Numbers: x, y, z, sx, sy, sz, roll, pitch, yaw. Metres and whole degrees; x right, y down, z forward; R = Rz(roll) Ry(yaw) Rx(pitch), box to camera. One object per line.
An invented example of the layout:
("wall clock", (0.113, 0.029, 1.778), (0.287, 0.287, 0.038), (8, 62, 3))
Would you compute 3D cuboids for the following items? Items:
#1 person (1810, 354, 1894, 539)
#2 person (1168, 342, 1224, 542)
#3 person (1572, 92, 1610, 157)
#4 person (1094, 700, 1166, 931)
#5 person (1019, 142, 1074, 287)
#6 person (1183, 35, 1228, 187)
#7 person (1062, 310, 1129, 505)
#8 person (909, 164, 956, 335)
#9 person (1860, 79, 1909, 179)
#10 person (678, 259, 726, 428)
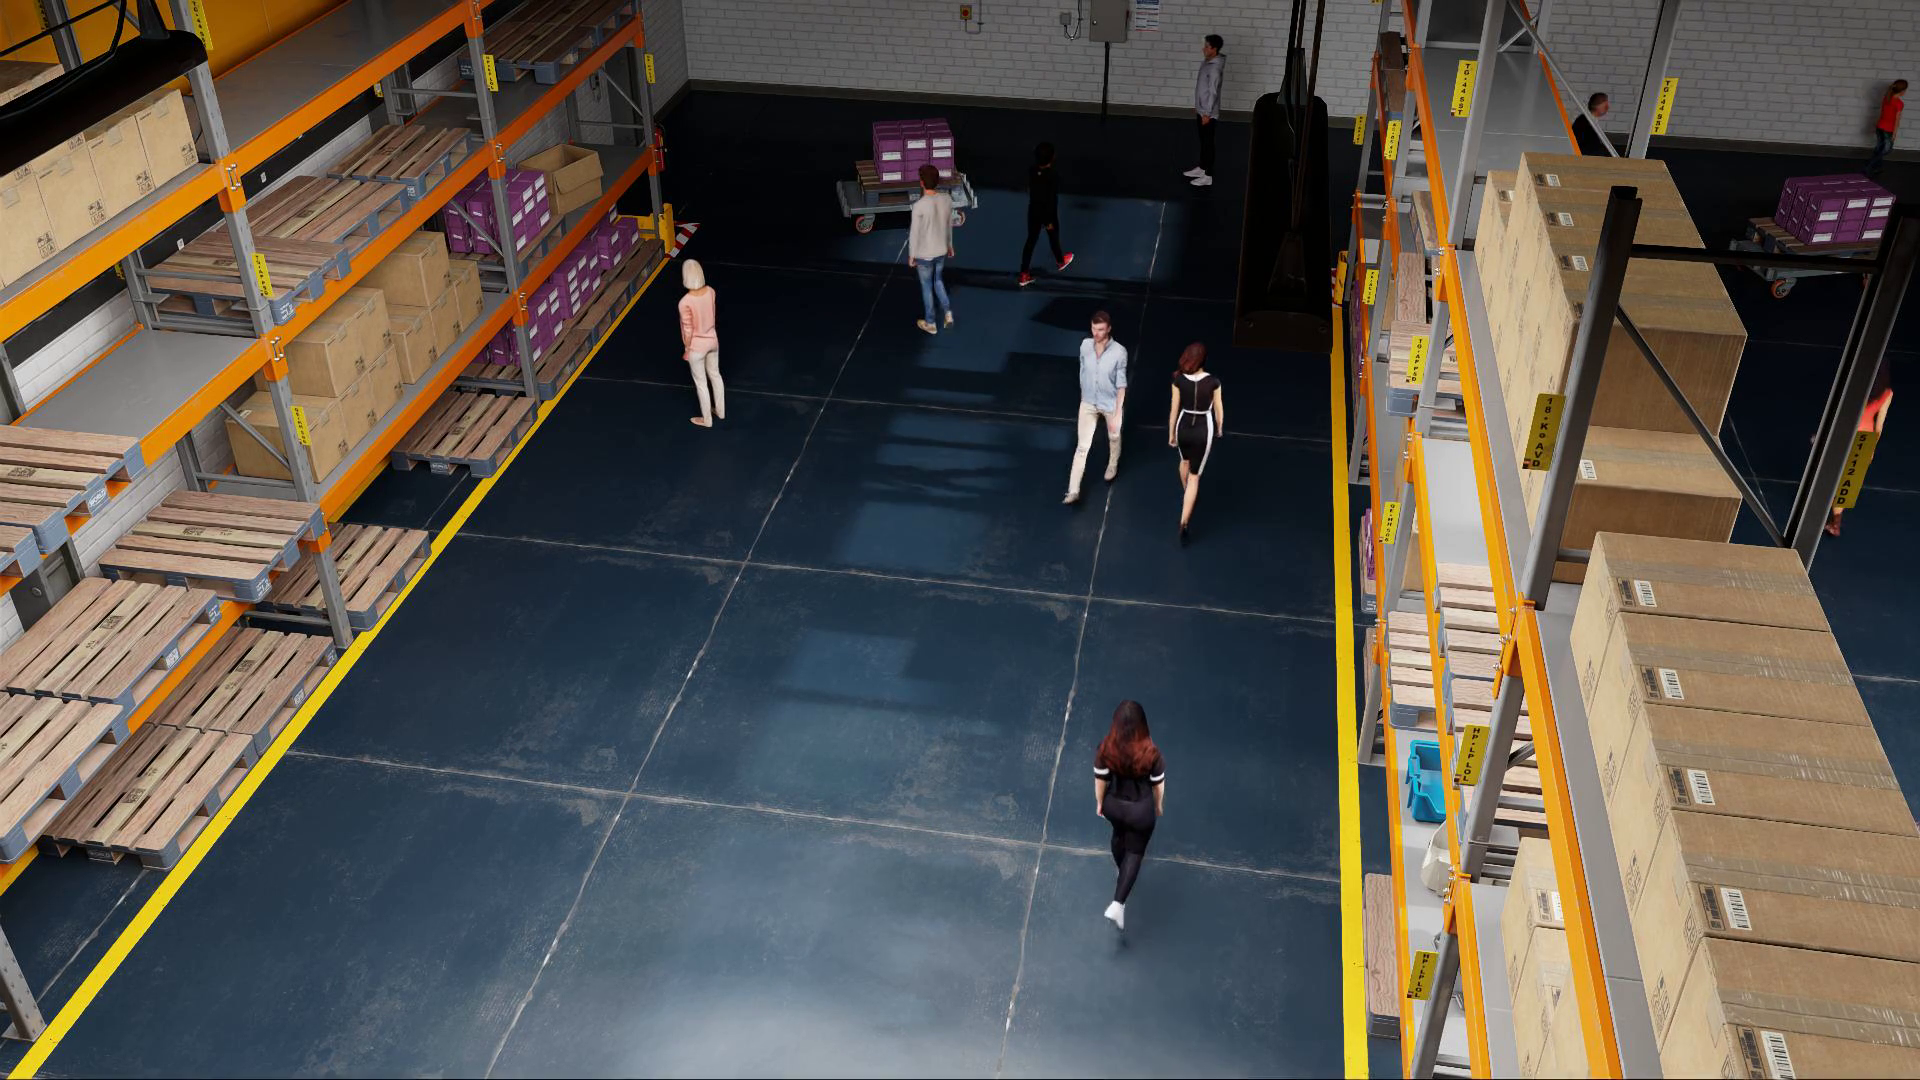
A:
("person", (7.741, -0.789, 14.406), (0.774, 1.684, 1.083), (-3, 34, -4))
("person", (2.016, -0.817, 14.390), (0.742, 1.749, 1.170), (11, 35, 16))
("person", (7.288, -4.449, 19.814), (0.878, 1.792, 0.805), (-3, 34, -5))
("person", (1.071, 1.757, 10.637), (0.697, 1.617, 1.060), (10, 35, 14))
("person", (0.871, -3.634, 18.739), (0.970, 1.626, 1.184), (25, 41, 32))
("person", (3.183, -5.526, 21.312), (0.817, 1.929, 0.672), (-5, 34, -8))
("person", (1.328, -1.242, 14.995), (0.863, 1.786, 1.308), (14, 36, 19))
("person", (-0.251, -3.016, 17.567), (0.907, 1.894, 0.967), (-21, 39, -28))
("person", (11.981, -5.320, 21.569), (0.736, 1.302, 0.744), (-10, 35, -15))
("person", (-2.492, -1.901, 16.043), (0.735, 1.724, 0.612), (23, 40, 30))
